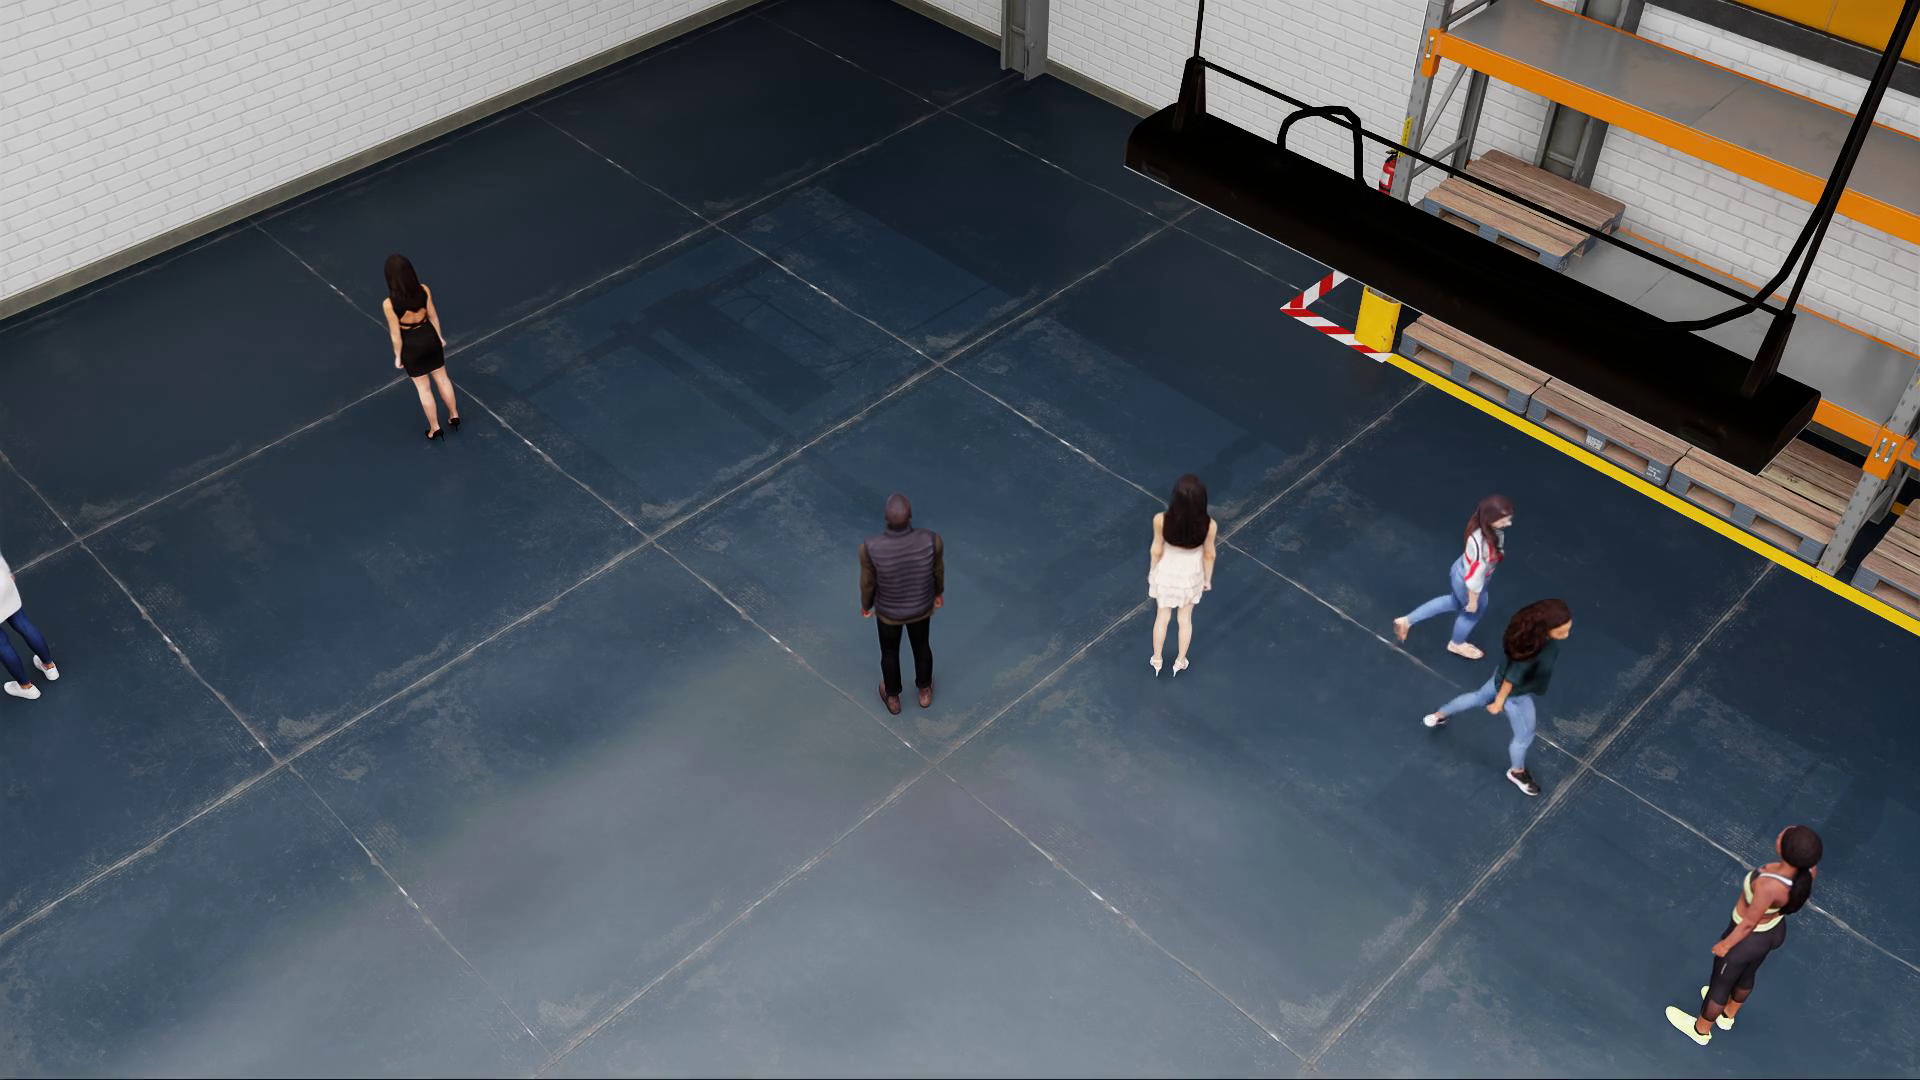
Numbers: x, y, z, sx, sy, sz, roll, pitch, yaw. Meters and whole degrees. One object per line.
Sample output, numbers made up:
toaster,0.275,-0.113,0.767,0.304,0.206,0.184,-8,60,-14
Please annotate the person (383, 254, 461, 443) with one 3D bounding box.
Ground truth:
person,-4.106,-1.454,12.658,0.572,1.648,0.481,-33,53,-30

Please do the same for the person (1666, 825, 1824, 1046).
person,4.219,2.107,8.843,0.621,1.754,0.596,-20,47,-20

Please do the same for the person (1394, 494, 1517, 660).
person,3.271,0.256,10.912,0.998,1.581,0.891,5,44,5

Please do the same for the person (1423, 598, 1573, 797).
person,3.346,0.873,10.270,1.138,1.573,0.858,16,46,16

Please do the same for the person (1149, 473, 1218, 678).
person,1.418,0.249,10.807,0.630,1.737,0.718,7,44,7

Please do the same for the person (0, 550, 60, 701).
person,-6.273,0.334,10.689,0.625,1.775,0.666,20,47,20

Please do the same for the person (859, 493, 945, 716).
person,-0.362,0.406,10.570,0.779,1.836,0.780,-8,44,-9
